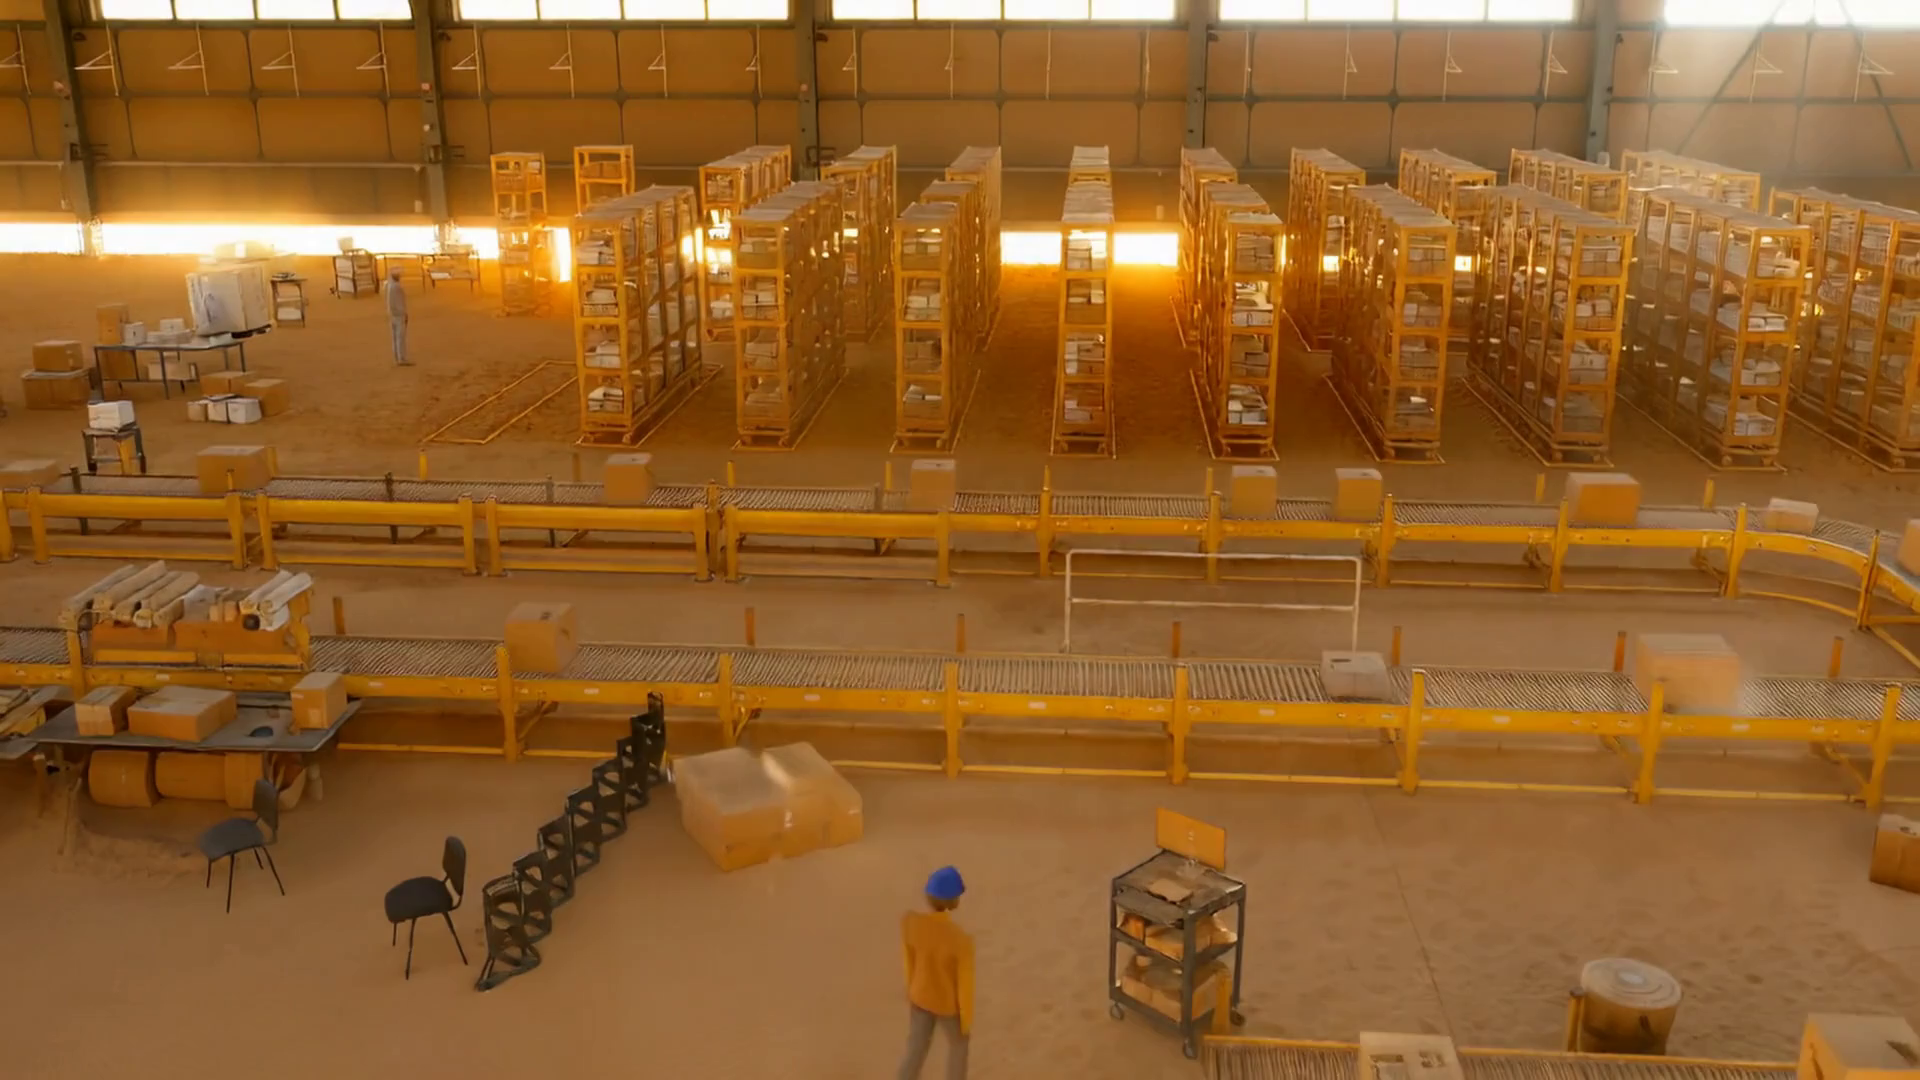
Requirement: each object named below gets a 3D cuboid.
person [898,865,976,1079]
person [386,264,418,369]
[{"bbox_3d":[-0.164,2.769,9.913,0.526,1.744,0.673,10,20,28],"label":"person"},{"bbox_3d":[-10.740,-4.281,31.873,0.375,1.997,0.611,-14,23,-38],"label":"person"}]
